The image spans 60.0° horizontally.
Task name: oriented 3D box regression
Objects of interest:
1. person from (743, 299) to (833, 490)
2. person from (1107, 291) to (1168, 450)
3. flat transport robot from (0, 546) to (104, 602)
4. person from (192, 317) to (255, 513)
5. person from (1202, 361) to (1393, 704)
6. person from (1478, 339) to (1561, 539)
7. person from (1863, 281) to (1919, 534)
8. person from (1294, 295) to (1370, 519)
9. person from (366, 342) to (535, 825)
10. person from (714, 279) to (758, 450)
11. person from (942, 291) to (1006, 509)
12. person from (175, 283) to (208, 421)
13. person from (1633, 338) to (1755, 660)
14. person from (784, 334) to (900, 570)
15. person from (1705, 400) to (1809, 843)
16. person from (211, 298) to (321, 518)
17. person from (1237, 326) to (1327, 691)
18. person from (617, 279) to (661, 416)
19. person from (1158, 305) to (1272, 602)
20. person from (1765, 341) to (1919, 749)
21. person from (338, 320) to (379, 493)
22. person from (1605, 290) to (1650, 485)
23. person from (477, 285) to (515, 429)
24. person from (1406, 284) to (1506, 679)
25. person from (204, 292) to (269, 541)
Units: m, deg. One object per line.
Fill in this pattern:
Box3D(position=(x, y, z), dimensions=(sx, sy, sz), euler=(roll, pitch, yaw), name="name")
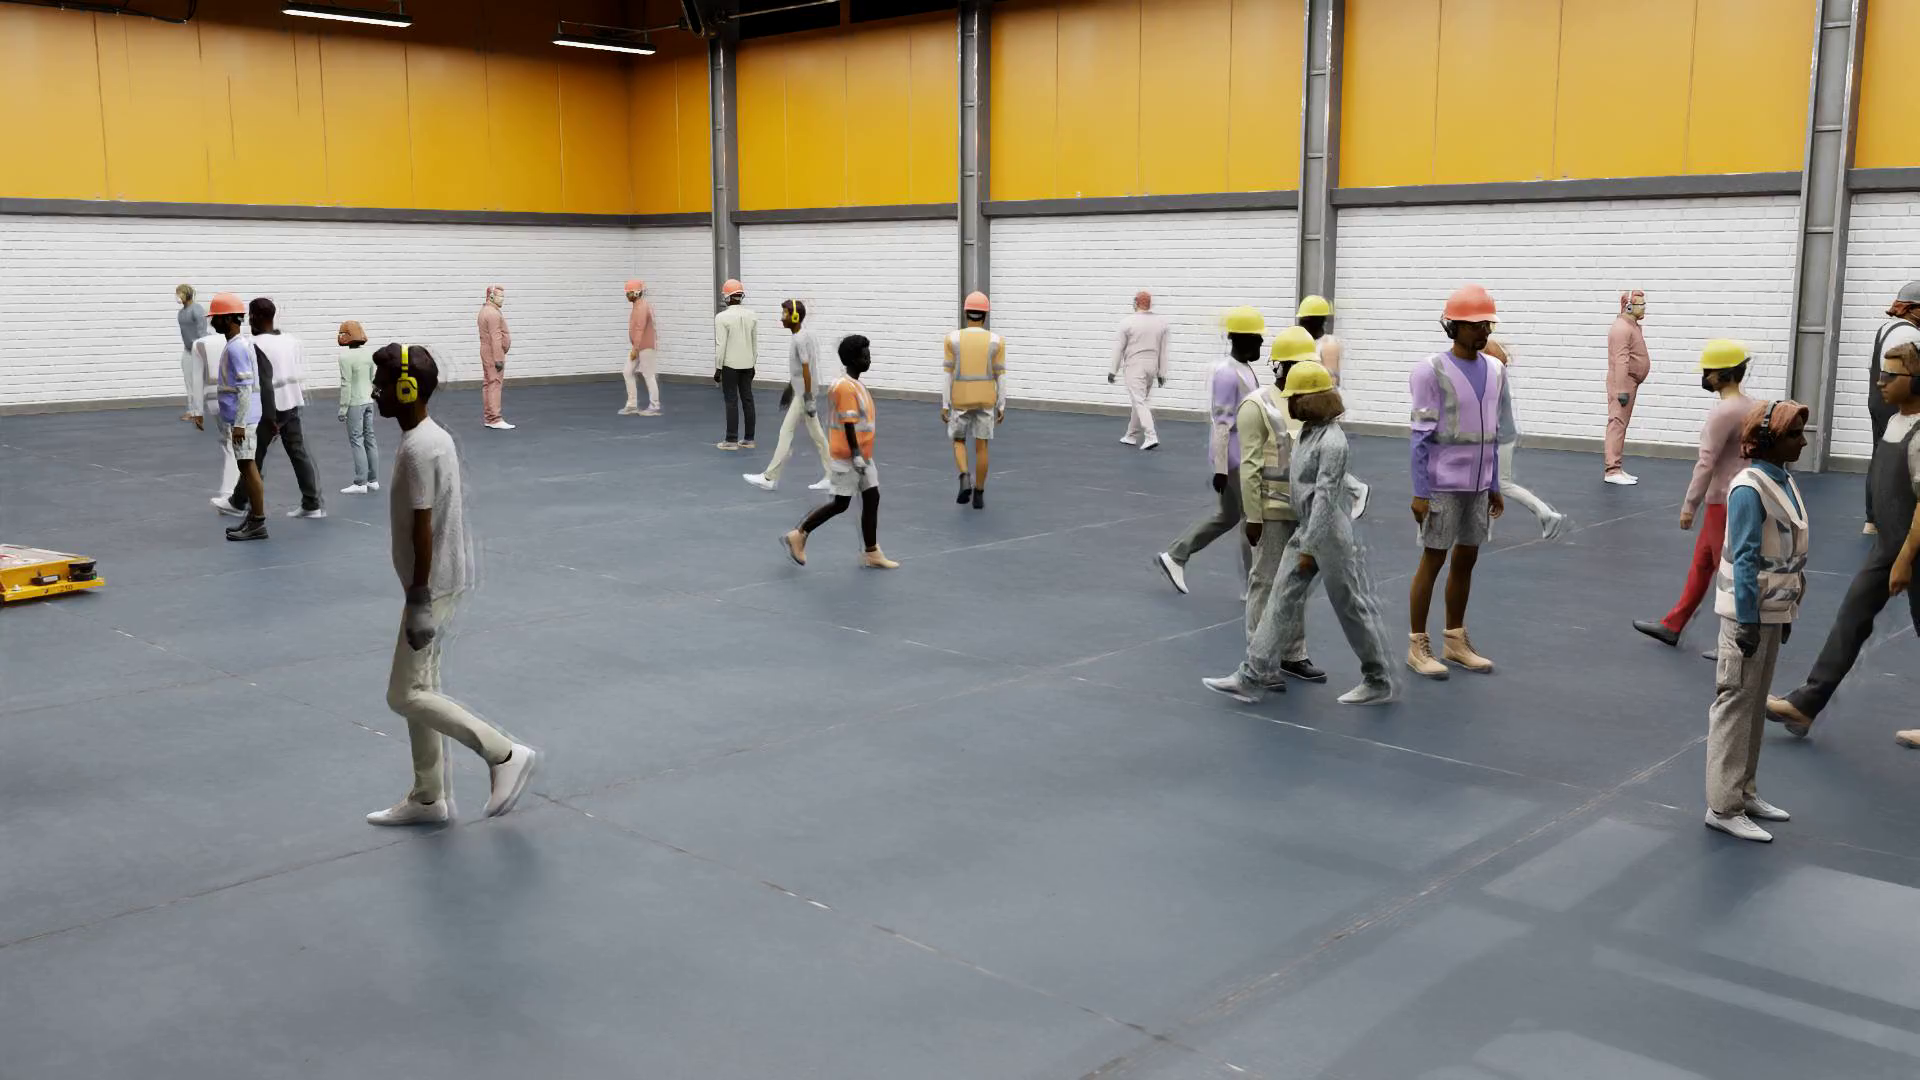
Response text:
Box3D(position=(-1.595, -1.377, 15.919), dimensions=(0.949, 1.821, 0.522), euler=(0, 9, 1), name="person")
Box3D(position=(2.134, -2.007, 19.691), dimensions=(0.650, 1.866, 0.983), euler=(-5, 11, -29), name="person")
Box3D(position=(-6.386, 0.201, 10.991), dimensions=(1.431, 0.197, 0.652), euler=(6, 11, 31), name="flat transport robot")
Box3D(position=(-6.409, -1.176, 14.685), dimensions=(0.593, 1.825, 1.031), euler=(0, 9, -2), name="person")
Box3D(position=(1.685, -0.014, 7.976), dimensions=(0.940, 1.679, 0.495), euler=(-1, 9, -8), name="person")
Box3D(position=(4.228, -0.742, 12.766), dimensions=(0.735, 1.594, 0.510), euler=(4, 10, 21), name="person")
Box3D(position=(7.424, -1.016, 13.039), dimensions=(0.536, 2.000, 0.673), euler=(2, 9, 10), name="person")
Box3D(position=(2.999, -1.062, 13.726), dimensions=(0.725, 1.909, 0.600), euler=(-2, 9, -11), name="person")
Box3D(position=(-1.970, 0.186, 6.249), dimensions=(0.545, 1.853, 0.535), euler=(-2, 10, -15), name="person")
Box3D(position=(-2.638, -2.056, 19.557), dimensions=(0.375, 1.995, 0.611), euler=(8, 12, 41), name="person")
Box3D(position=(0.124, -1.228, 14.704), dimensions=(0.571, 1.922, 0.402), euler=(0, 9, -1), name="person")
Box3D(position=(-10.627, -2.634, 23.323), dimensions=(0.649, 1.925, 0.672), euler=(7, 12, 37), name="person")
Box3D(position=(4.031, -0.217, 9.034), dimensions=(0.725, 1.736, 0.551), euler=(7, 12, 38), name="person")
Box3D(position=(-0.836, -0.610, 11.663), dimensions=(0.747, 1.678, 0.520), euler=(2, 9, 12), name="person")
Box3D(position=(2.999, 0.291, 6.256), dimensions=(0.307, 1.641, 0.511), euler=(7, 12, 37), name="person")
Box3D(position=(-5.921, -1.110, 14.133), dimensions=(0.986, 1.870, 0.591), euler=(2, 9, 10), name="person")
Box3D(position=(1.669, -0.162, 8.442), dimensions=(0.590, 1.833, 0.404), euler=(-7, 11, -36), name="person")
Box3D(position=(-4.675, -2.759, 23.926), dimensions=(0.741, 1.963, 0.638), euler=(-5, 10, -26), name="person")
Box3D(position=(1.698, -0.543, 10.590), dimensions=(0.852, 1.902, 0.593), euler=(4, 10, 21), name="person")
Box3D(position=(4.041, 0.039, 7.302), dimensions=(0.932, 1.797, 0.537), euler=(1, 9, 5), name="person")
Box3D(position=(-5.729, -1.261, 15.792), dimensions=(0.280, 1.633, 0.502), euler=(2, 9, 12), name="person")
Box3D(position=(6.605, -1.509, 16.469), dimensions=(0.402, 1.911, 0.639), euler=(5, 10, 26), name="person")
Box3D(position=(-6.175, -2.428, 22.130), dimensions=(0.399, 1.902, 0.642), euler=(-5, 10, -27), name="person")
Box3D(position=(2.604, -0.298, 8.635), dimensions=(0.614, 2.041, 0.389), euler=(-5, 11, -29), name="person")
Box3D(position=(-5.660, -0.959, 13.012), dimensions=(0.372, 1.935, 0.551), euler=(-4, 10, -22), name="person")
